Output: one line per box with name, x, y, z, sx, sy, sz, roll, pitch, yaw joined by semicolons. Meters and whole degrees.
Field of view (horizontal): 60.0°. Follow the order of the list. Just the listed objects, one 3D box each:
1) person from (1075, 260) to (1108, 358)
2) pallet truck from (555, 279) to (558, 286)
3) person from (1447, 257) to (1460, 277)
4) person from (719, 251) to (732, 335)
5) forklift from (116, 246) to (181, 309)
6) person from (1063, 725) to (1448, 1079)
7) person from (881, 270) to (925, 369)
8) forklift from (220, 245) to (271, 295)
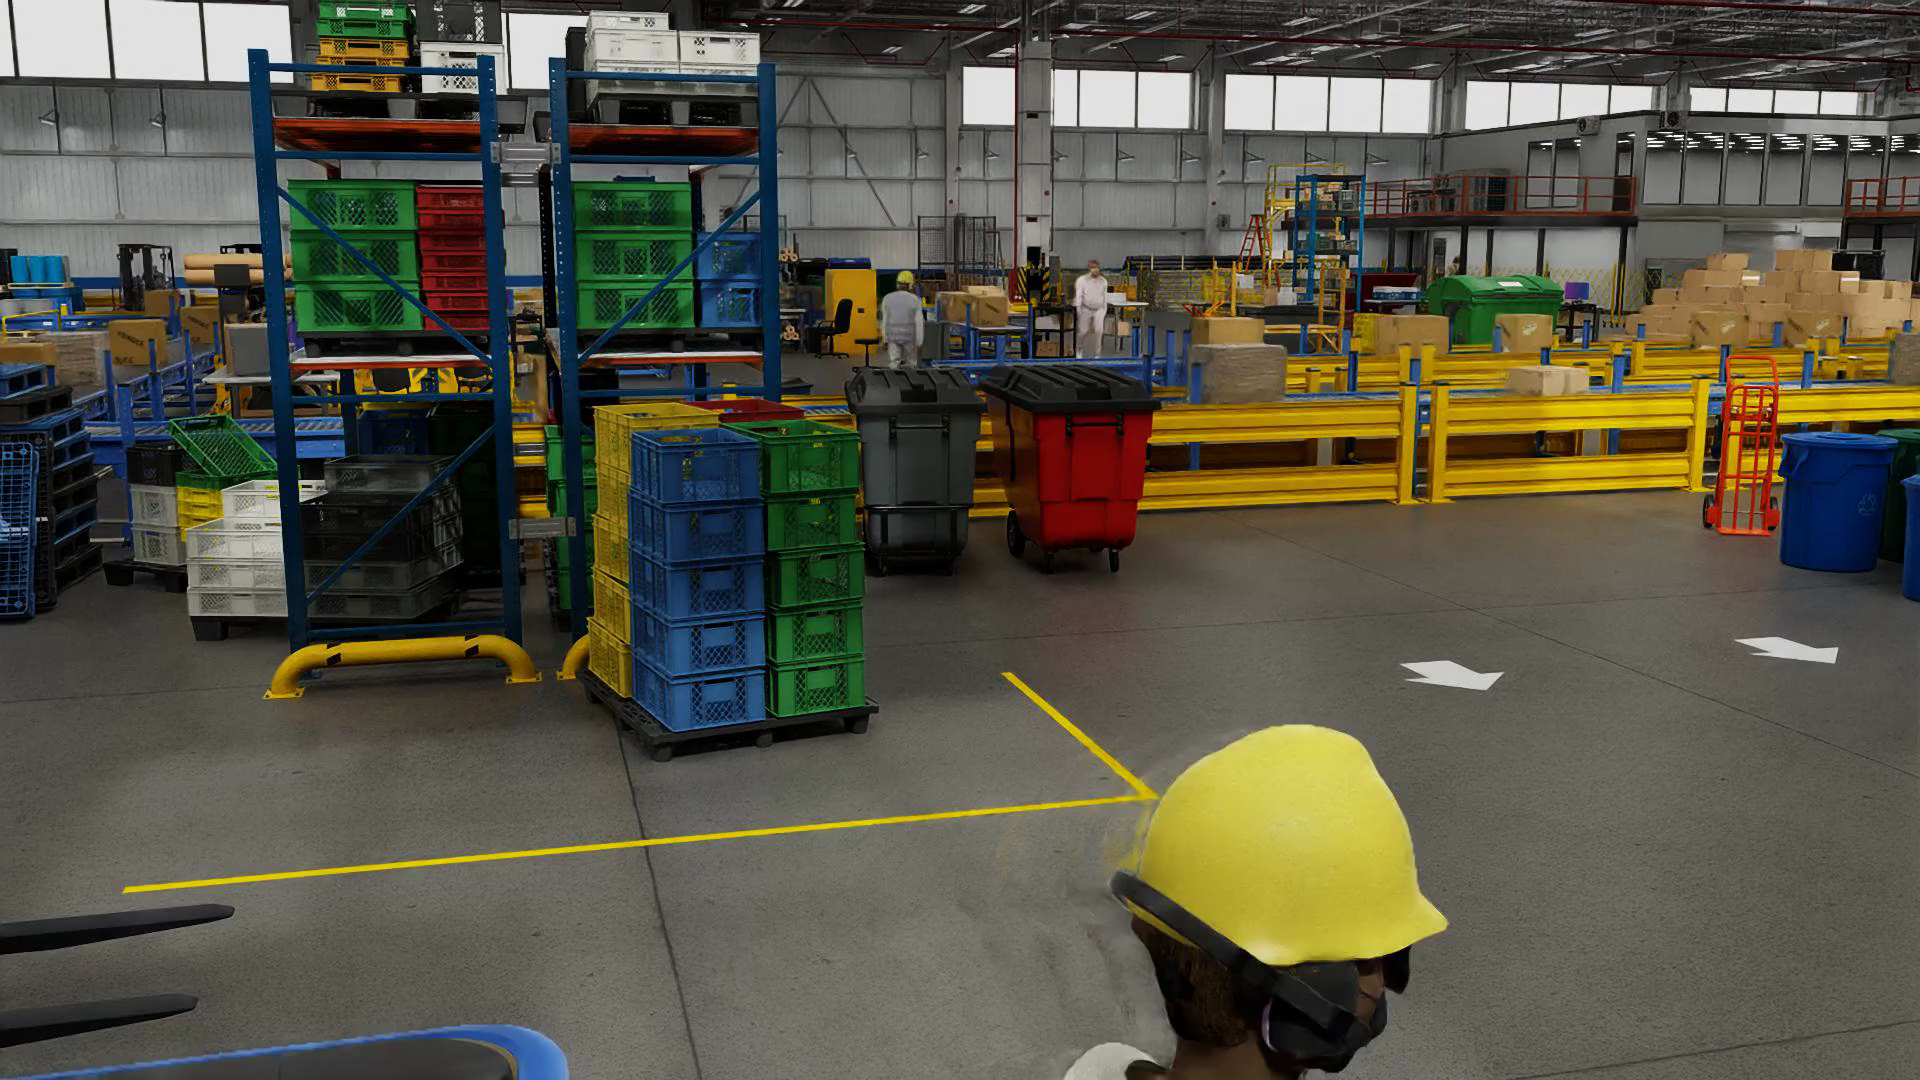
person;2.418;-4.243;30.838;0.646;1.882;0.776;-2;10;-10
pallet truck;-10.604;-6.375;44.520;0.653;1.274;1.630;-3;10;-15
person;16.308;-8.425;54.759;0.530;1.801;0.981;-1;10;-6
person;-4.324;-4.376;31.123;0.385;2.039;0.607;-2;10;-9
forklift;-19.966;-6.232;40.894;1.157;1.987;2.680;-3;10;-15
person;0.283;1.012;1.453;0.697;1.739;0.539;-4;11;-21
person;-0.770;-2.704;22.276;0.613;1.815;0.510;3;10;14
forklift;-17.749;-6.334;41.440;1.157;1.987;2.680;-3;10;-17
